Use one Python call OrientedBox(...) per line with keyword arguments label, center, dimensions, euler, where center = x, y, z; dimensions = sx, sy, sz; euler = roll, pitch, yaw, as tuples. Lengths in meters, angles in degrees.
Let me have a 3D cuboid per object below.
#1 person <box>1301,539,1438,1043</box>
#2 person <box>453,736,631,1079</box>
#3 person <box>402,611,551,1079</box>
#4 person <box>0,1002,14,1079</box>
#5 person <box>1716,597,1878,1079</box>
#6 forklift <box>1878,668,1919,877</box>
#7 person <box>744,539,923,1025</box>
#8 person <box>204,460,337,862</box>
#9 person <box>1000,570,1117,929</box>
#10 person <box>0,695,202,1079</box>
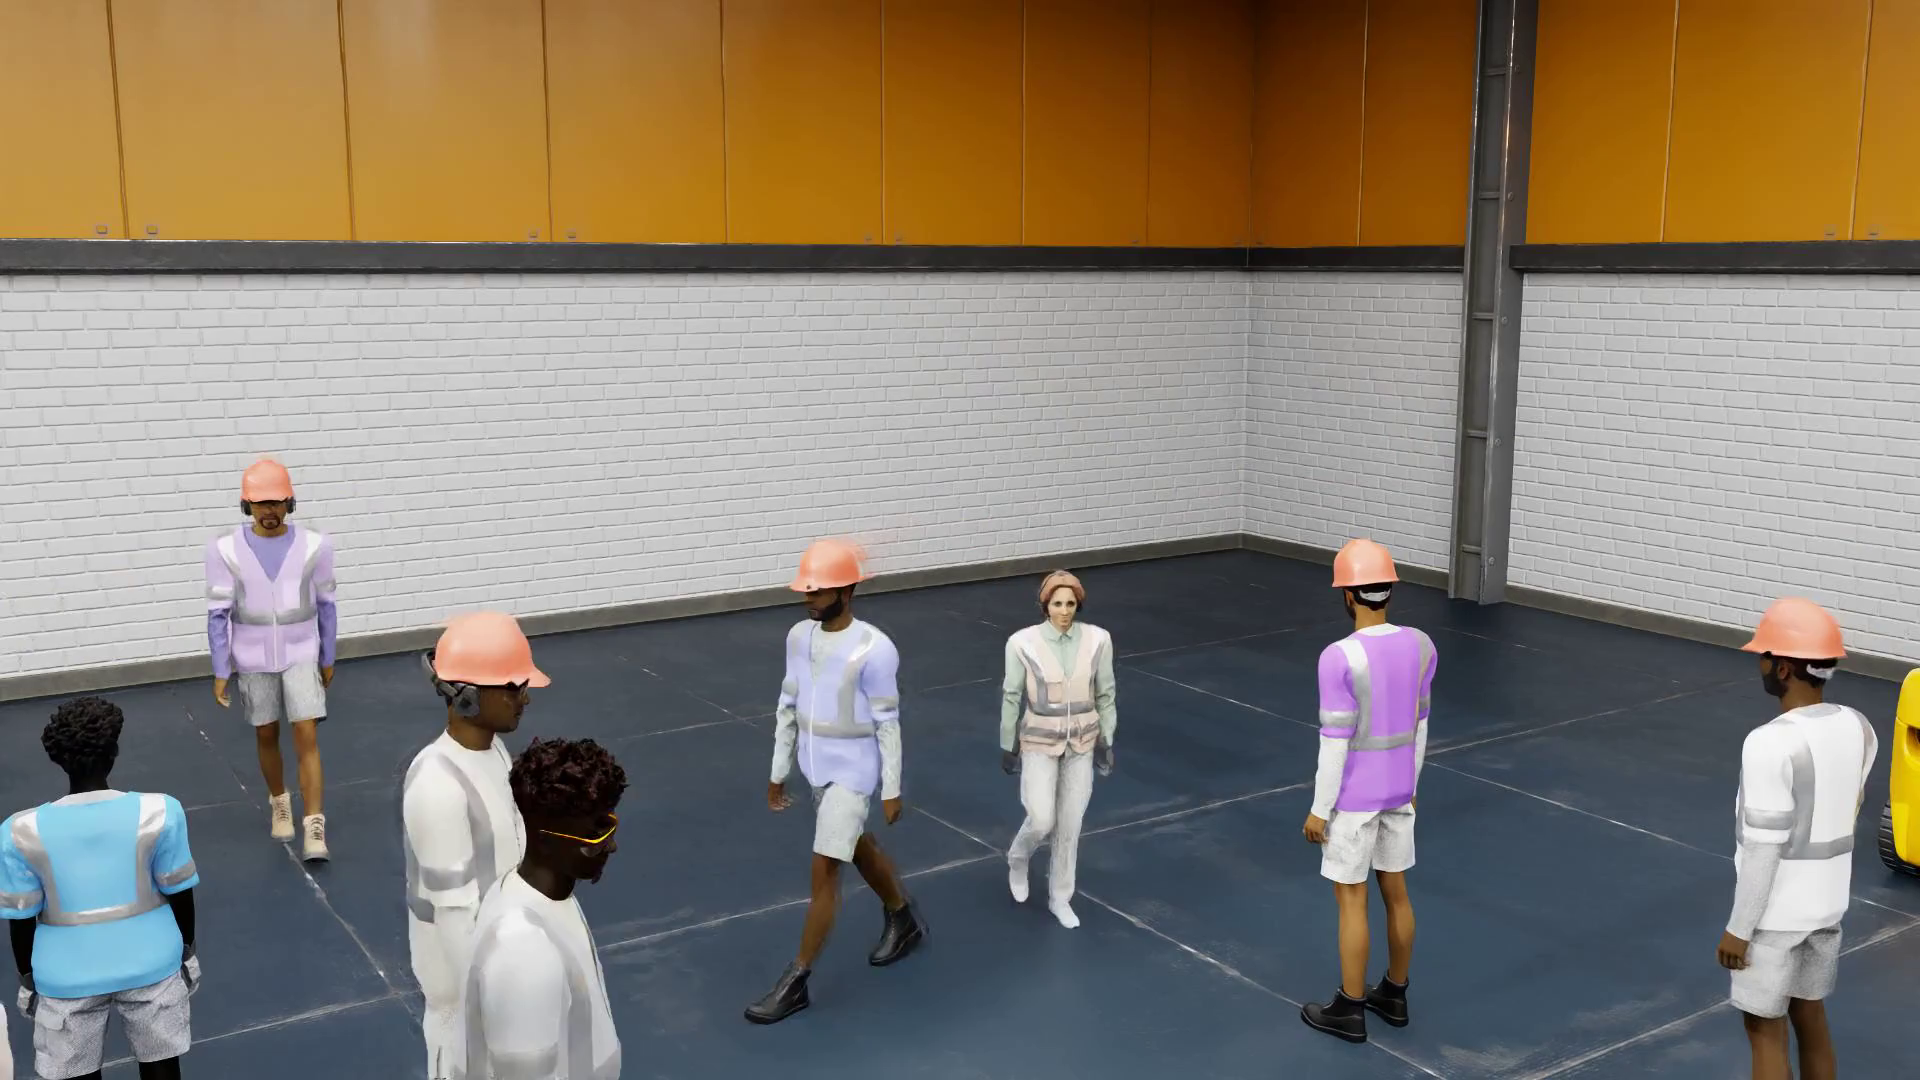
OrientedBox(label="person", center=(1.544, 0.956, 6.381), dimensions=(0.542, 1.930, 0.374), euler=(-5, 11, -30))
OrientedBox(label="person", center=(-1.052, 1.385, 3.754), dimensions=(0.705, 1.940, 0.631), euler=(-2, 10, -10))
OrientedBox(label="person", center=(-1.451, 1.193, 4.701), dimensions=(0.852, 2.020, 0.606), euler=(1, 9, 3))
OrientedBox(label="person", center=(-2.418, 1.553, 3.788), dimensions=(0.508, 1.598, 0.802), euler=(-9, 13, -44))
OrientedBox(label="person", center=(2.598, 1.138, 5.271), dimensions=(0.552, 1.933, 0.376), euler=(-6, 11, -31))
OrientedBox(label="forklift", center=(5.511, 0.571, 7.906), dimensions=(2.313, 2.155, 1.214), euler=(-6, 11, -33))
OrientedBox(label="person", center=(-0.487, 0.918, 6.764), dimensions=(0.558, 1.893, 1.015), euler=(9, 13, 43))
OrientedBox(label="person", center=(-3.390, 0.607, 8.255), dimensions=(0.611, 1.995, 1.001), euler=(-4, 10, -23))
OrientedBox(label="person", center=(0.433, 0.929, 7.474), dimensions=(0.513, 1.623, 0.412), euler=(-3, 10, -17))
OrientedBox(label="person", center=(-2.561, 1.304, 4.999), dimensions=(0.526, 1.692, 0.320), euler=(-4, 10, -24))
